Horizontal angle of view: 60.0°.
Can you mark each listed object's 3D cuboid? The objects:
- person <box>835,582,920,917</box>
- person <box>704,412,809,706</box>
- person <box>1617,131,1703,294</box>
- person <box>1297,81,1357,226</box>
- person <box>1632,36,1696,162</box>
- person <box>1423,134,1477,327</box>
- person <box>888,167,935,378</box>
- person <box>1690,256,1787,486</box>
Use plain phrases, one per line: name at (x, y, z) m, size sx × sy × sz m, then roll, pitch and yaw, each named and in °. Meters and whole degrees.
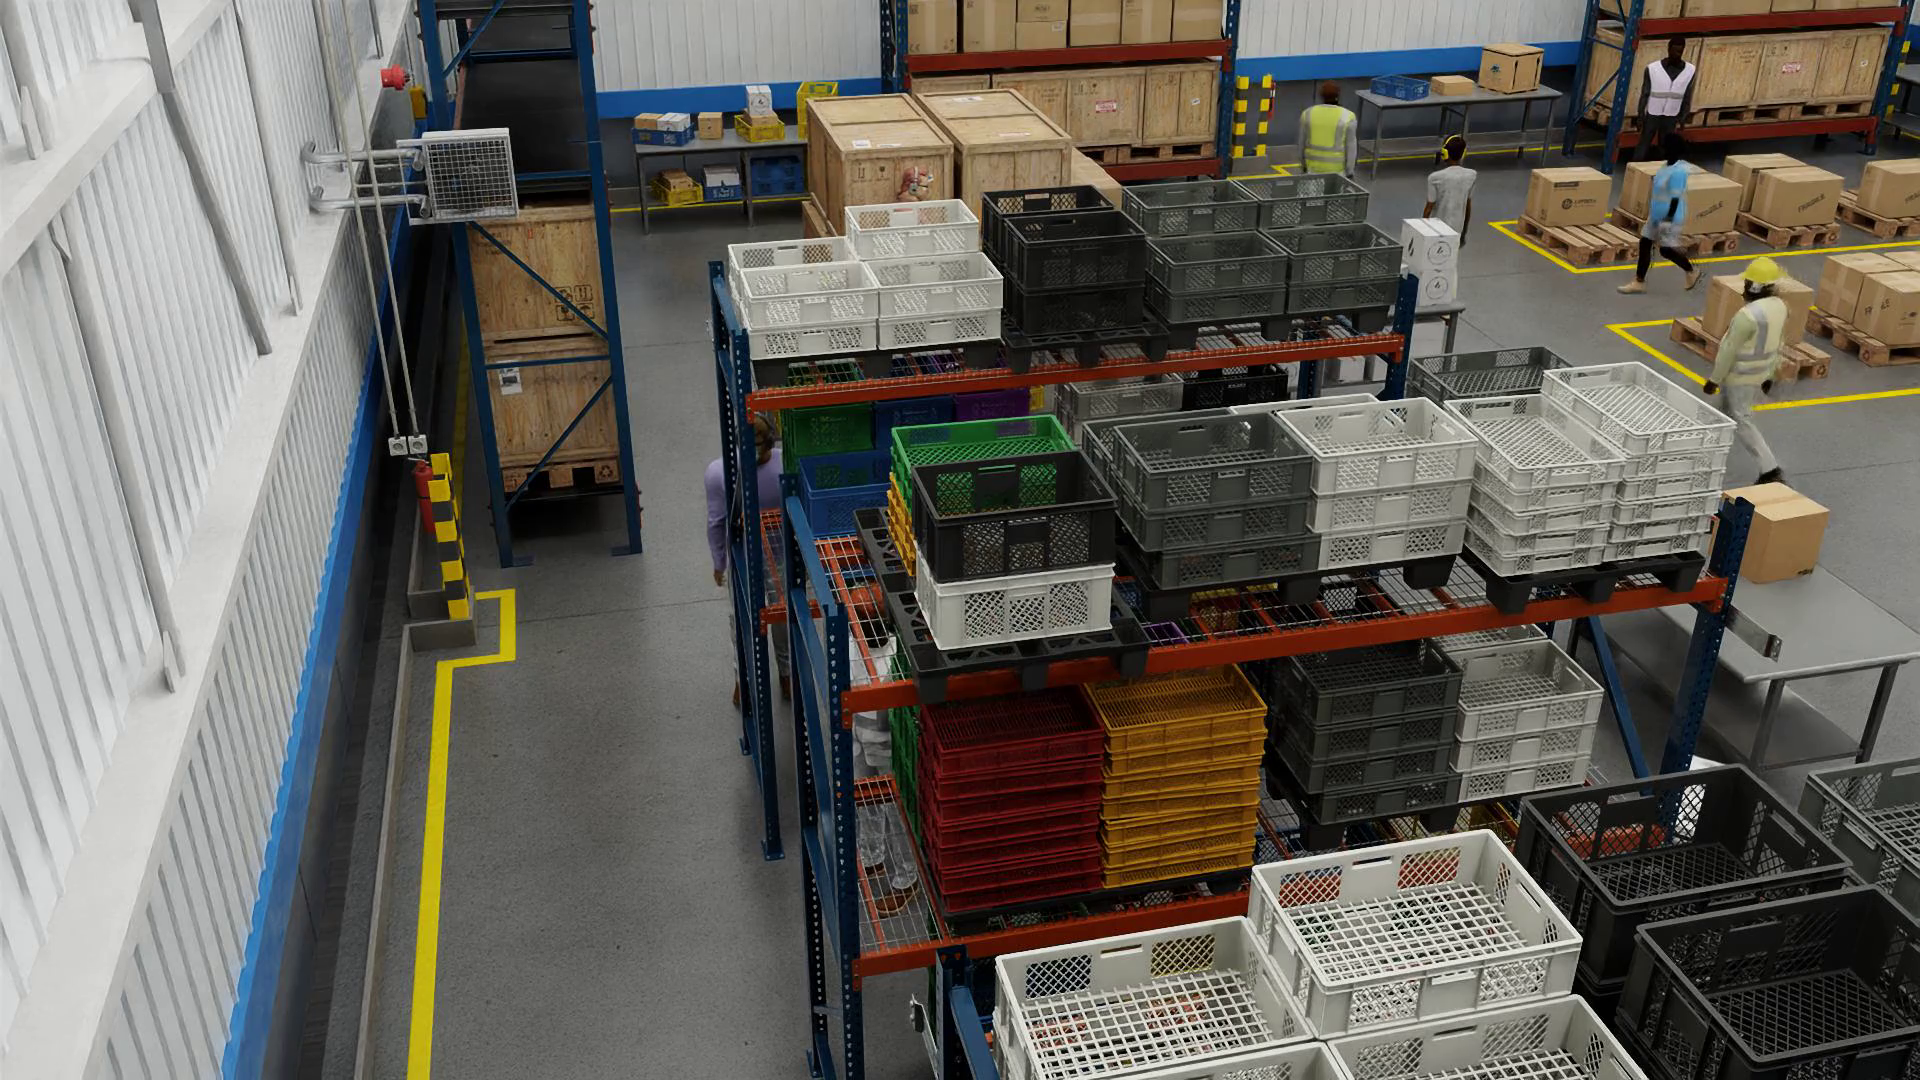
person at (-0.406, 1.036, 8.335) m, size 0.337 × 1.881 × 0.585 m, roll -25°, pitch 37°, yaw -39°
person at (-1.193, 0.106, 10.043) m, size 0.630 × 1.936 × 0.369 m, roll -5°, pitch 28°, yaw -10°
person at (7.161, -3.265, 16.722) m, size 0.737 × 1.668 × 0.543 m, roll 0°, pitch 28°, yaw -1°
person at (3.967, -4.041, 18.059) m, size 0.671 × 1.808 × 0.435 m, roll 15°, pitch 31°, yaw 26°
person at (8.383, -5.065, 19.890) m, size 0.588 × 1.909 × 0.395 m, roll 1°, pitch 28°, yaw 2°
person at (4.633, -2.942, 15.914) m, size 0.502 × 1.861 × 0.328 m, roll -4°, pitch 28°, yaw -8°
person at (-0.409, -2.367, 14.771) m, size 0.407 × 1.904 × 0.639 m, roll -7°, pitch 29°, yaw -12°
person at (6.114, -1.286, 12.838) m, size 0.580 × 1.803 × 0.884 m, roll -25°, pitch 37°, yaw -38°
